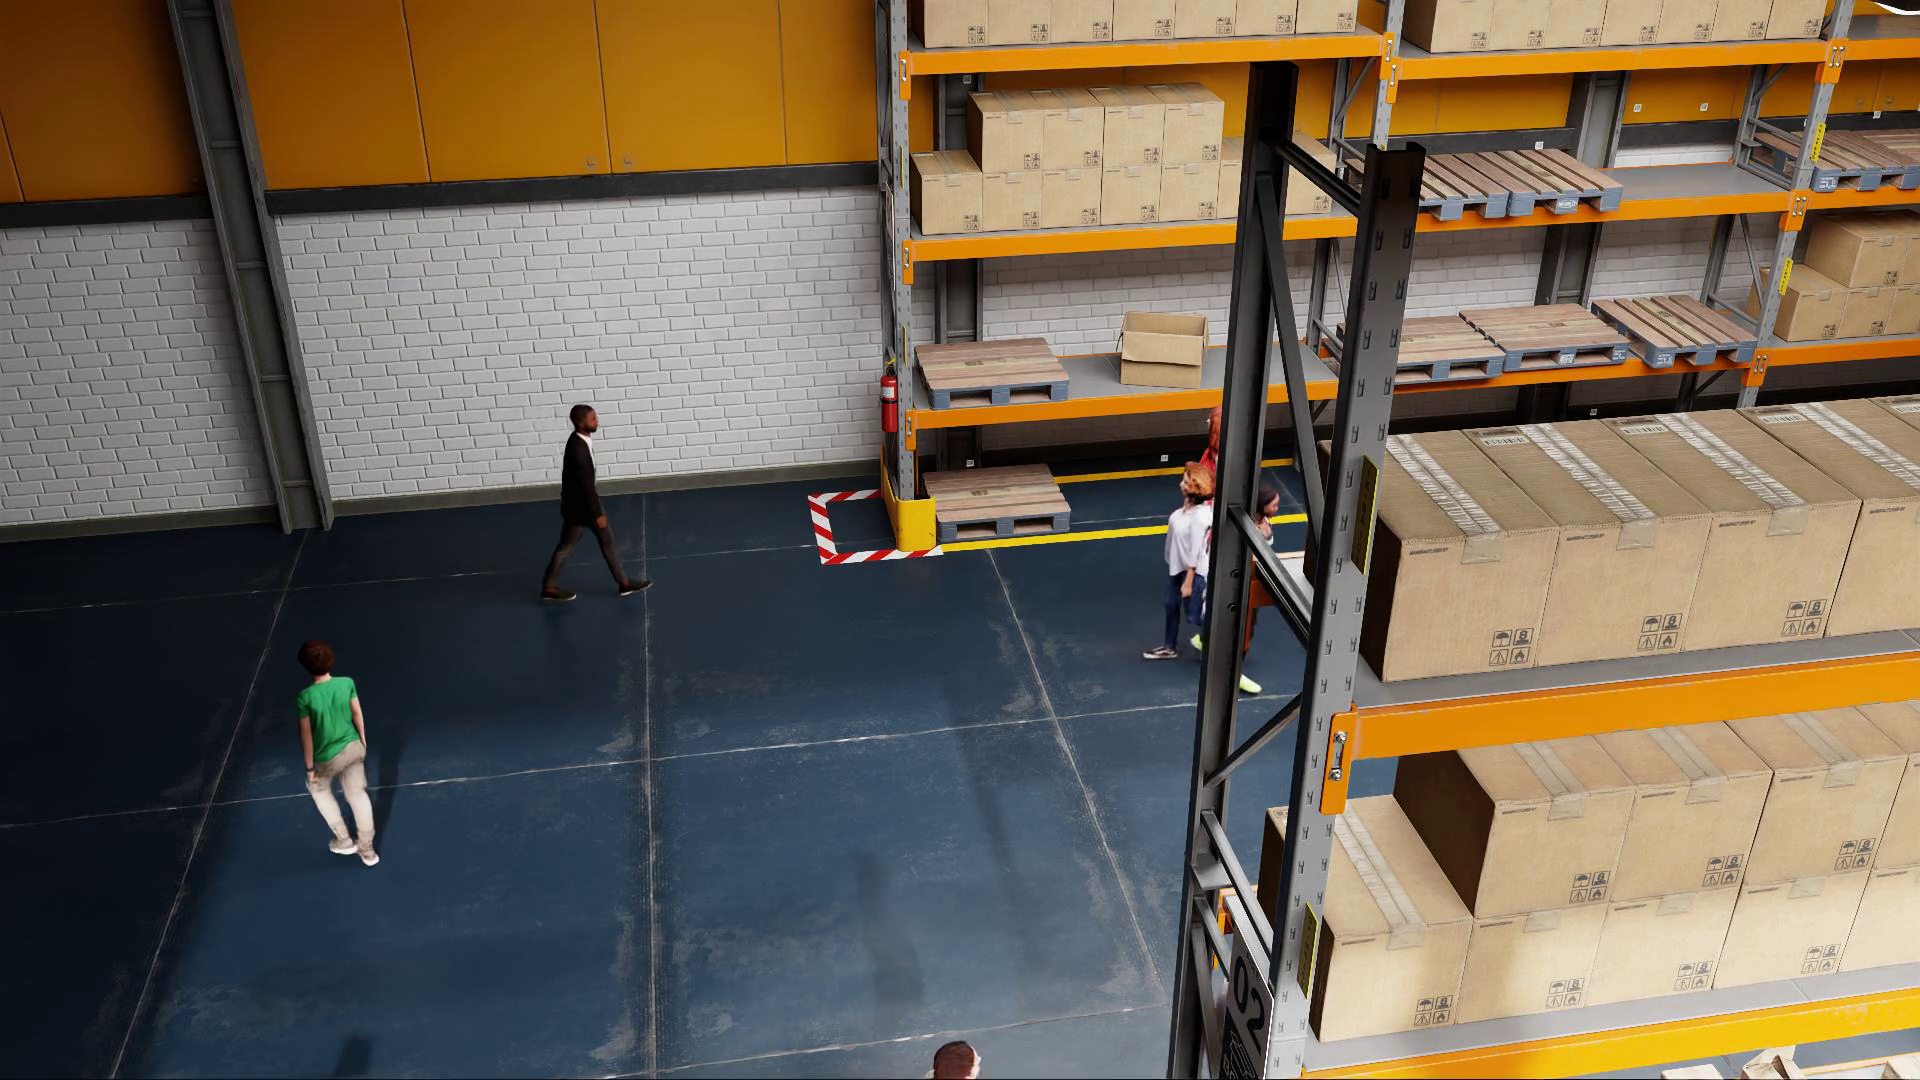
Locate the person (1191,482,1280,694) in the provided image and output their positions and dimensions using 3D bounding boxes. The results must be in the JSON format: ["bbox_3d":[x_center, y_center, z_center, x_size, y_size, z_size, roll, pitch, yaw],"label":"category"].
[{"bbox_3d":[2.064,0.320,12.469,0.951,1.733,0.862,19,34,31],"label":"person"}]

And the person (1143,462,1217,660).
[{"bbox_3d":[1.841,0.210,12.718,0.955,1.689,0.626,-4,29,-7],"label":"person"}]

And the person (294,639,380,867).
[{"bbox_3d":[-3.929,1.402,10.586,0.716,1.636,0.789,-25,37,-37],"label":"person"}]

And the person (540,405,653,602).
[{"bbox_3d":[-3.155,-0.239,13.477,1.166,1.750,0.720,-3,29,-5],"label":"person"}]
